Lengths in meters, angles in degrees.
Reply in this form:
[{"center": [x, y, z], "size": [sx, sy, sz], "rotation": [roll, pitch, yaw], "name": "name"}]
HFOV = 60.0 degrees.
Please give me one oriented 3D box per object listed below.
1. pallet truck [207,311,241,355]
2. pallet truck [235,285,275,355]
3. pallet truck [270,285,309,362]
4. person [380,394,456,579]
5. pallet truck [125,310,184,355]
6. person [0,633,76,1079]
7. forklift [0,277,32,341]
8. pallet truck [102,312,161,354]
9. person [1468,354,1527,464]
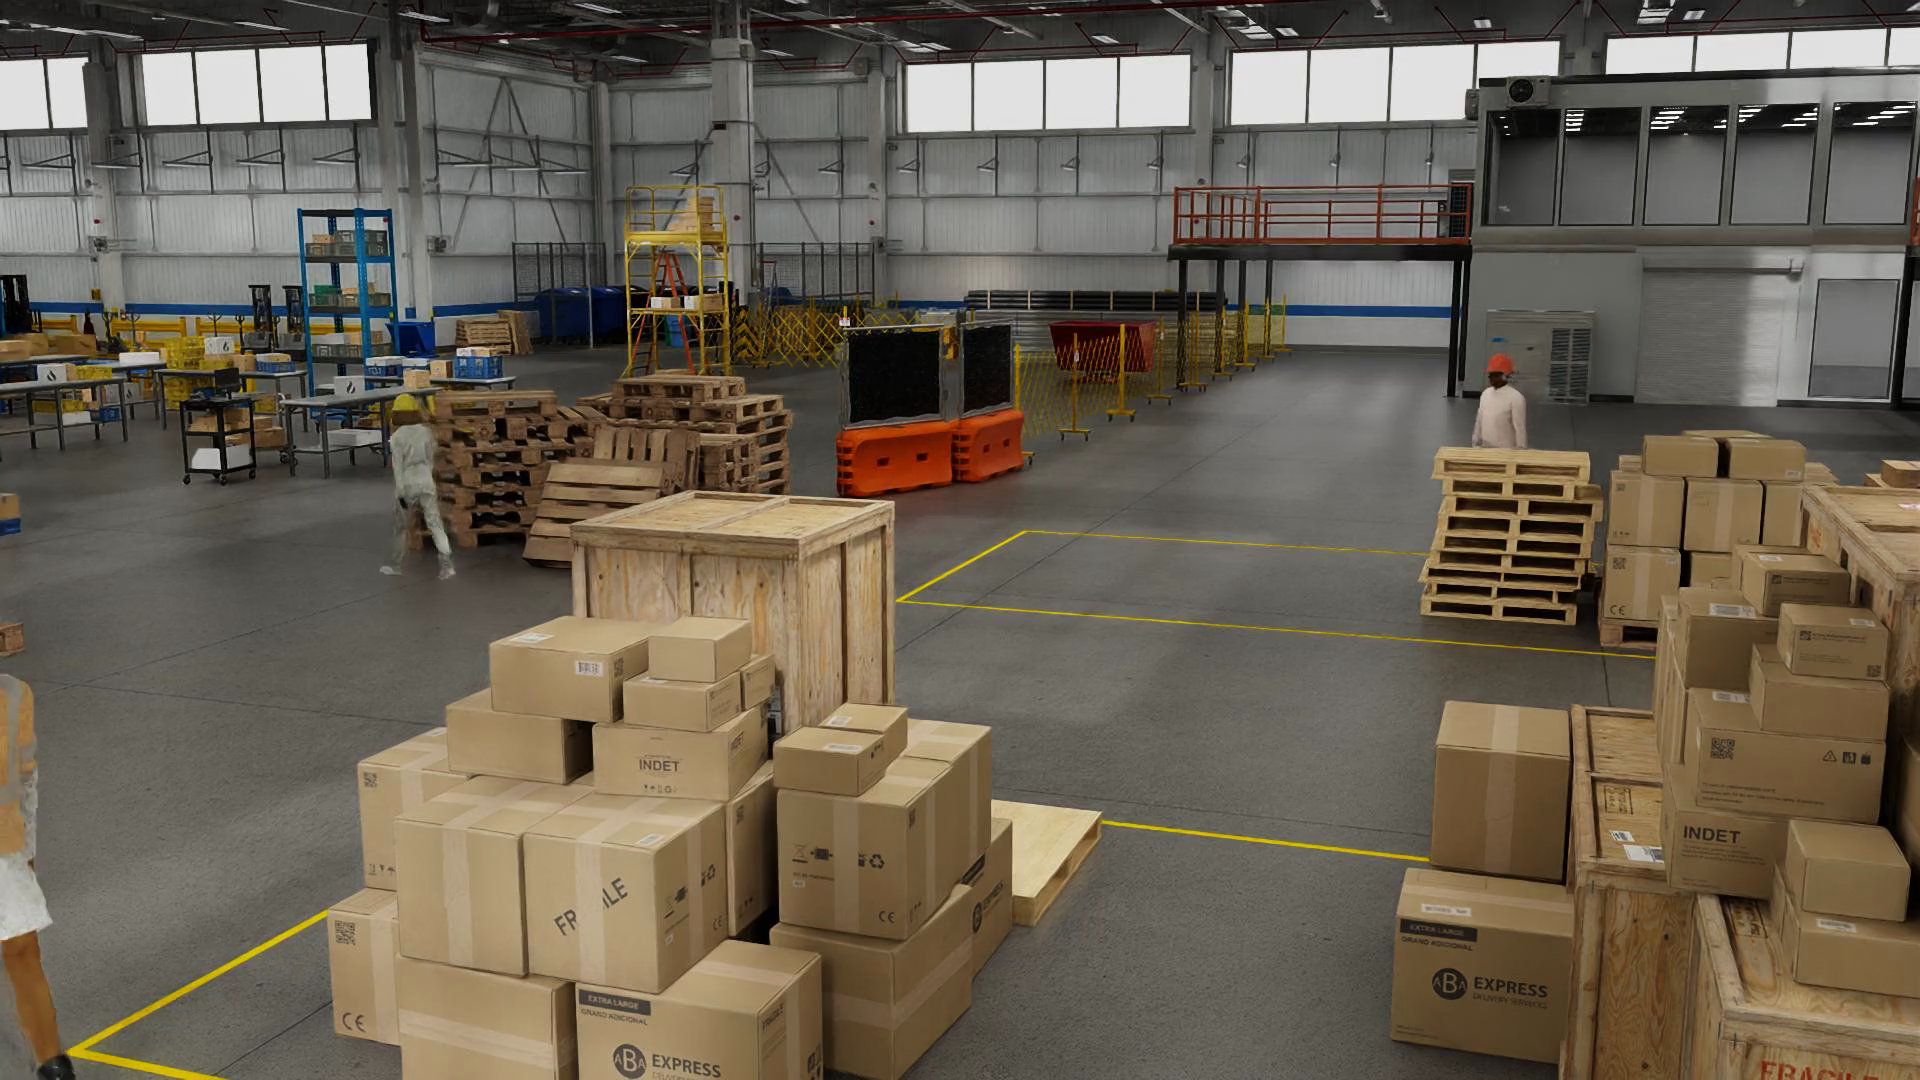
[{"center": [-19.537, -5.575, 44.913], "size": [0.653, 1.274, 1.630], "rotation": [3, 11, 19], "name": "pallet truck"}, {"center": [-18.327, -5.835, 44.421], "size": [0.823, 1.965, 1.885], "rotation": [4, 11, 23], "name": "pallet truck"}, {"center": [-17.147, -5.700, 43.663], "size": [0.823, 1.965, 1.885], "rotation": [3, 11, 17], "name": "pallet truck"}, {"center": [-4.953, -0.485, 15.144], "size": [0.908, 1.699, 0.488], "rotation": [8, 13, 39], "name": "person"}, {"center": [-22.038, -5.665, 45.457], "size": [0.704, 1.261, 1.522], "rotation": [3, 11, 17], "name": "pallet truck"}, {"center": [-3.410, 1.088, 5.749], "size": [0.992, 1.883, 0.549], "rotation": [9, 13, 40], "name": "person"}, {"center": [-27.151, -6.329, 46.328], "size": [1.157, 1.987, 2.680], "rotation": [3, 11, 17], "name": "forklift"}, {"center": [-23.057, -5.777, 46.261], "size": [0.680, 1.201, 1.601], "rotation": [3, 11, 19], "name": "pallet truck"}, {"center": [5.532, -0.929, 16.957], "size": [1.024, 1.952, 0.607], "rotation": [-3, 10, -15], "name": "person"}]
